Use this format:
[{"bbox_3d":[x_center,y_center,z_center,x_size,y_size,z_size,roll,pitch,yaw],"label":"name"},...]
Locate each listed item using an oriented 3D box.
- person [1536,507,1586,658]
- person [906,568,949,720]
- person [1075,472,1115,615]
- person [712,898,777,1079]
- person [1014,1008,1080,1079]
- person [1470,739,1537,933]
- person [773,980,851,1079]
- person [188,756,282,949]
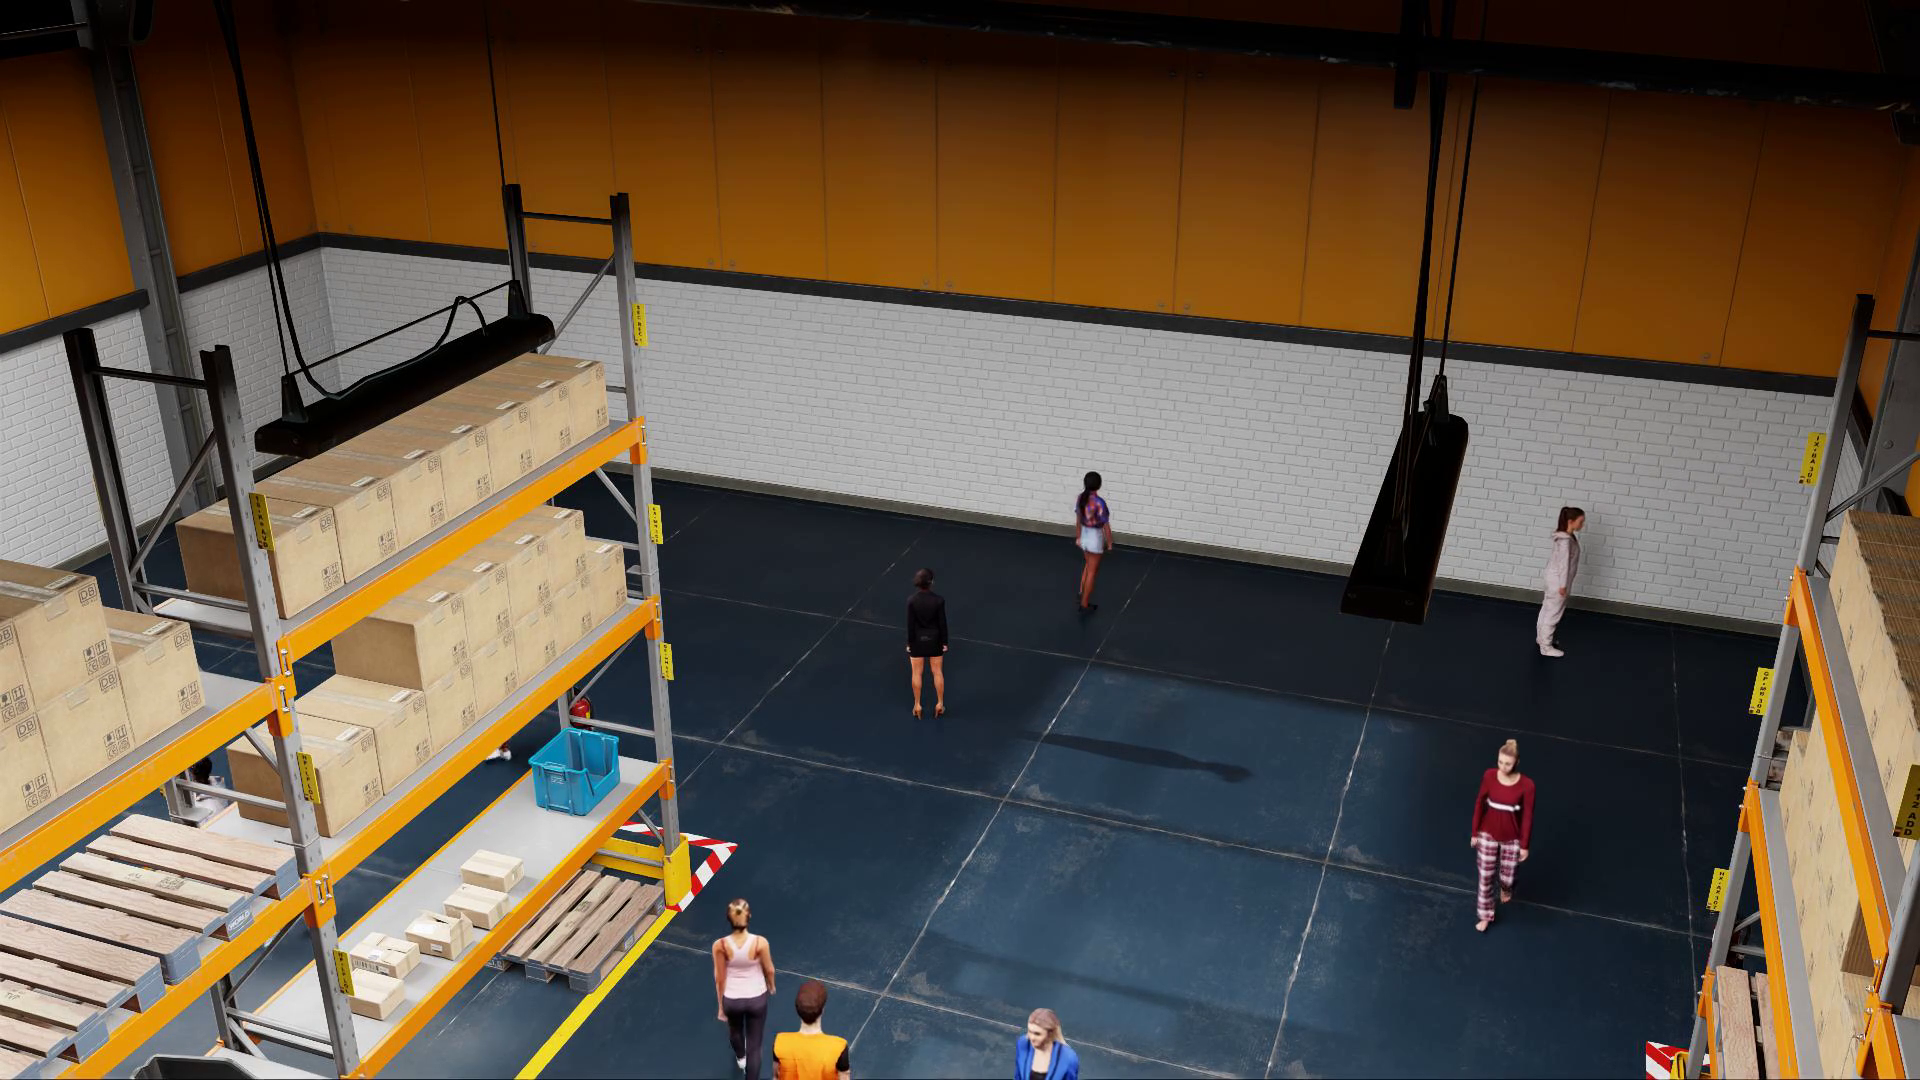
[{"bbox_3d":[6.521,0.423,18.172,0.724,1.687,0.544,4,24,10],"label":"person"},{"bbox_3d":[-0.339,1.048,16.799,0.662,1.641,0.686,-1,24,-3],"label":"person"},{"bbox_3d":[1.438,0.060,18.951,0.724,1.728,0.691,-17,29,-34],"label":"person"},{"bbox_3d":[-1.522,3.288,11.684,0.723,1.633,0.947,1,24,3],"label":"person"},{"bbox_3d":[0.608,3.685,10.758,0.633,1.649,1.152,8,25,17],"label":"person"},{"bbox_3d":[4.464,2.398,13.649,0.710,1.691,0.812,13,27,27],"label":"person"},{"bbox_3d":[-0.936,3.669,10.514,0.796,1.873,0.804,0,24,0],"label":"person"},{"bbox_3d":[-5.778,2.495,13.146,0.873,1.915,1.009,20,31,38],"label":"person"}]
